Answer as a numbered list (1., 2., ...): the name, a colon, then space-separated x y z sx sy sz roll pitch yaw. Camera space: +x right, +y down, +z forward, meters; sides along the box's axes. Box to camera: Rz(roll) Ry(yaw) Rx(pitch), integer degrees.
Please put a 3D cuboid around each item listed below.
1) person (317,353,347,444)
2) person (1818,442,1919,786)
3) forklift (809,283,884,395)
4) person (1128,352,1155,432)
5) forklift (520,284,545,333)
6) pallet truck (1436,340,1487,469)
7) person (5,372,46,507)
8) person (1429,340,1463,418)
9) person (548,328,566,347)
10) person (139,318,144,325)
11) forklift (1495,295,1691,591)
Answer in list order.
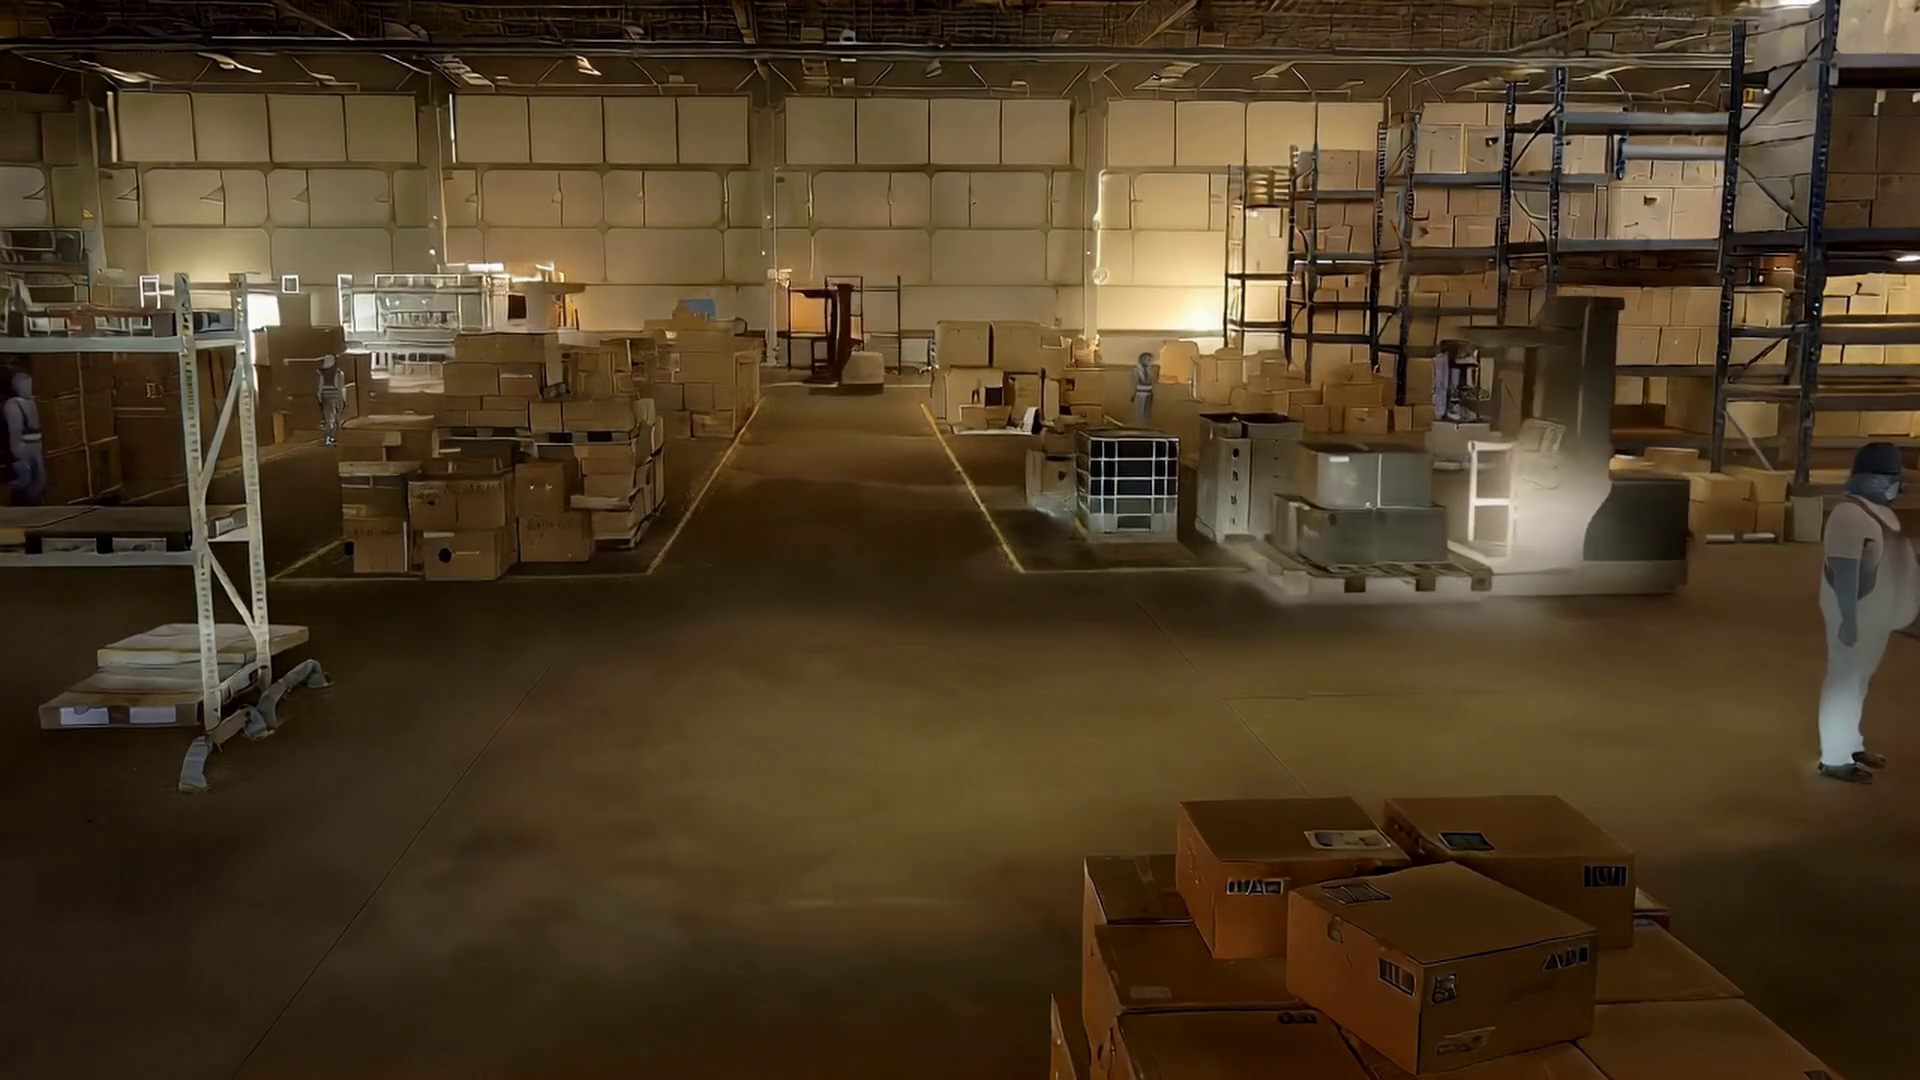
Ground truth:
1. person: -11.221 -2.521 29.744 0.523 1.639 0.306 1 9 7
2. person: 5.465 0.427 9.978 0.535 2.000 0.673 8 12 41
3. forklift: -2.867 -5.082 41.940 1.873 2.768 1.129 -1 9 -4
4. person: 3.339 -2.667 30.749 0.523 1.612 0.723 -2 9 -14
5. forklift: -9.320 -4.225 36.561 1.873 2.768 1.129 -1 9 -4
6. pallet truck: 8.004 -2.170 26.422 0.823 1.965 1.885 2 9 14
7. person: -11.383 -1.107 20.201 0.704 1.864 0.589 0 9 -3
8. person: 8.933 -2.769 30.669 0.634 1.842 0.429 -3 10 -18
9. person: -8.433 -3.439 34.583 0.627 1.936 0.372 1 9 7
10. person: -23.357 -5.488 47.482 0.405 1.937 0.640 -8 12 -43
11. forklift: 6.005 -0.971 16.128 1.873 2.768 1.129 -1 9 -4
